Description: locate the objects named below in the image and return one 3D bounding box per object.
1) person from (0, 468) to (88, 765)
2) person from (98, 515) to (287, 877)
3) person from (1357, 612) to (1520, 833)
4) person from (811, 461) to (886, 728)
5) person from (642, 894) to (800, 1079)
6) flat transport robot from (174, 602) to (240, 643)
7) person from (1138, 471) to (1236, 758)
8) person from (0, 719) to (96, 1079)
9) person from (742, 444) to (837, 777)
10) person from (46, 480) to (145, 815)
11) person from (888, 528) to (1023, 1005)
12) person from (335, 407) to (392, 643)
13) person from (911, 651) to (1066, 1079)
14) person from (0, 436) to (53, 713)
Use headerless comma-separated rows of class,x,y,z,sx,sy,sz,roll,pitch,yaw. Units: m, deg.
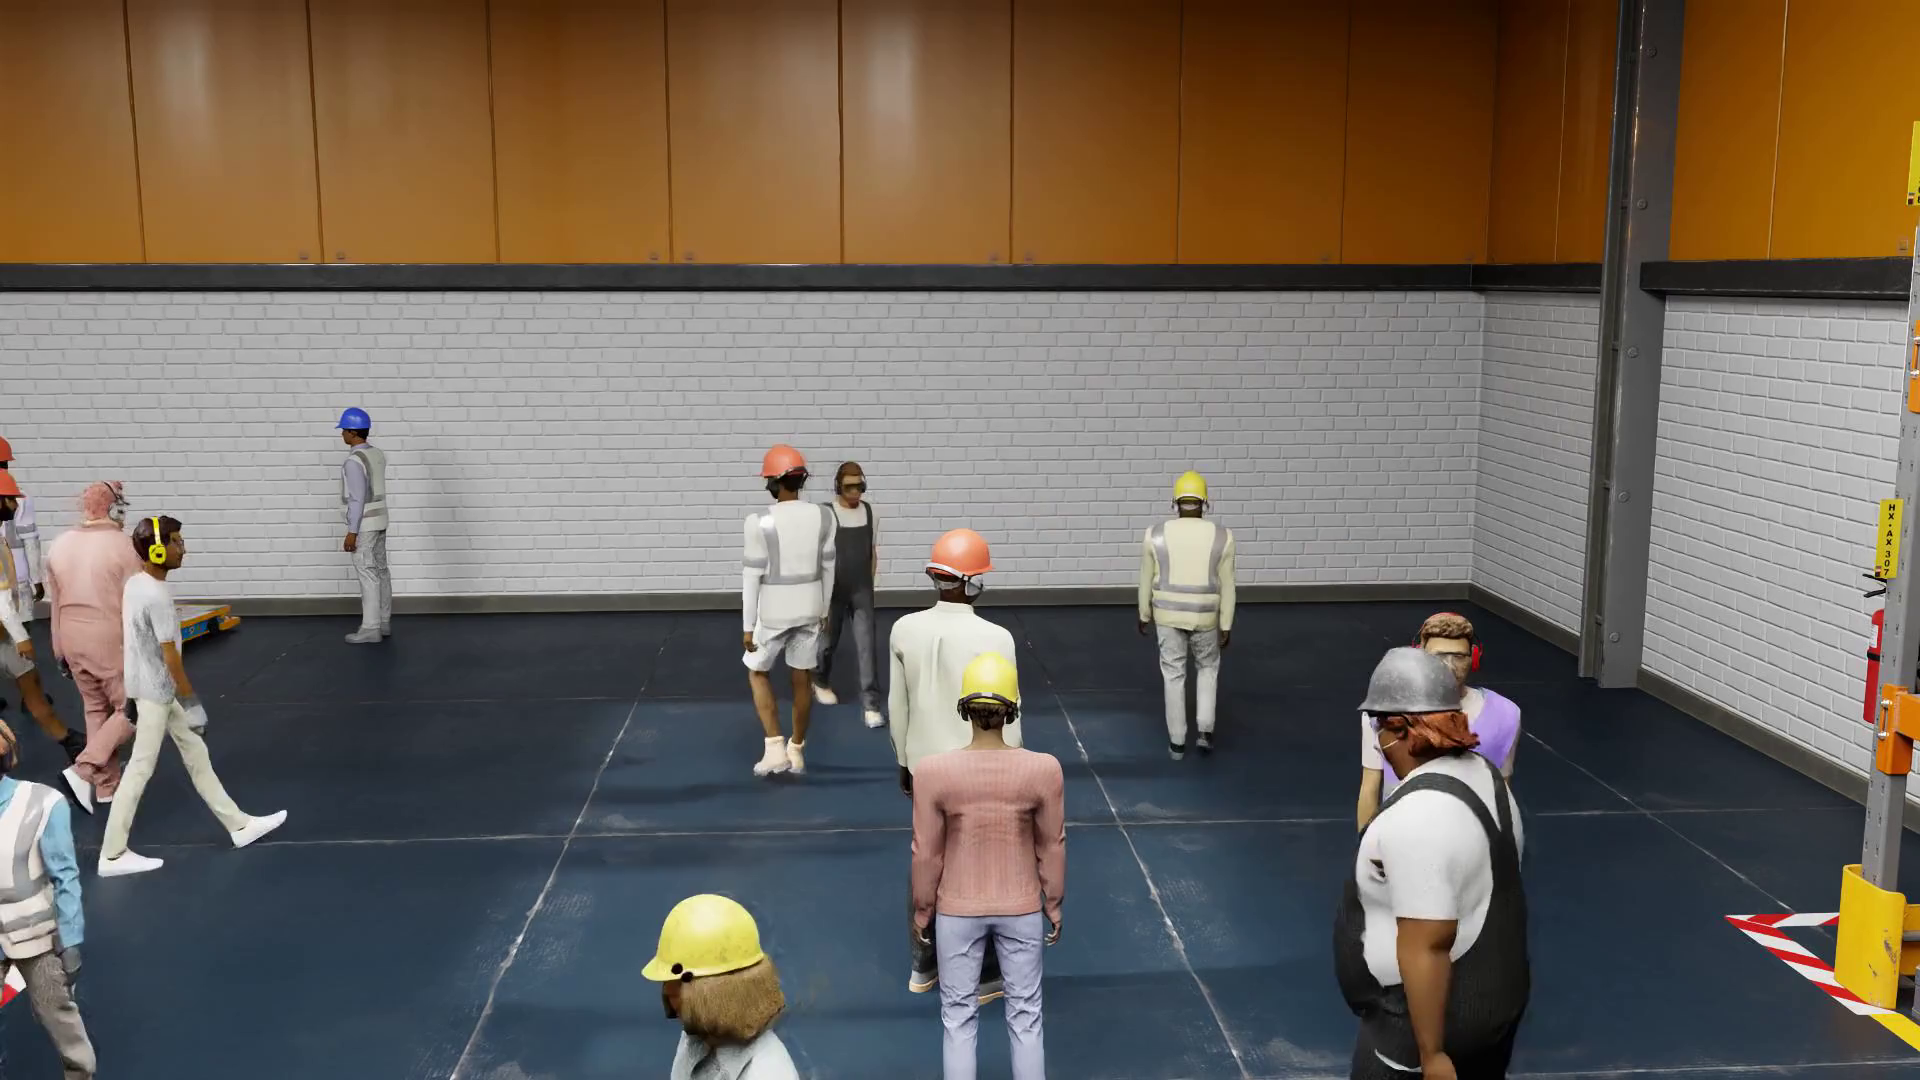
person,-5.713,0.513,9.976,1.002,1.874,0.567,-4,10,-25
person,-3.974,0.781,8.490,0.970,1.818,0.540,-6,11,-33
person,1.722,1.159,6.045,0.563,1.847,0.392,1,9,4
person,-0.802,0.334,11.437,0.508,1.797,0.988,-4,10,-26
person,-0.433,1.597,3.700,0.731,1.717,0.493,-6,11,-34
flat transport robot,-6.602,0.733,13.655,0.652,0.197,1.431,1,9,6
person,1.421,0.469,10.473,0.603,1.815,0.486,1,9,6
person,-3.228,1.347,5.674,0.527,1.595,0.868,-2,9,-10
person,-1.048,0.431,10.023,0.630,2.036,0.458,-5,10,-30
person,-4.862,0.615,9.326,0.668,1.882,0.636,3,9,17
person,-0.009,0.941,6.951,0.614,1.994,0.381,5,10,29
person,-4.936,-0.124,13.780,0.390,1.949,0.602,0,9,1
person,0.096,1.255,5.698,0.532,1.767,0.328,-1,9,-4
person,-6.642,0.241,11.527,0.551,1.934,0.372,-1,9,-9
